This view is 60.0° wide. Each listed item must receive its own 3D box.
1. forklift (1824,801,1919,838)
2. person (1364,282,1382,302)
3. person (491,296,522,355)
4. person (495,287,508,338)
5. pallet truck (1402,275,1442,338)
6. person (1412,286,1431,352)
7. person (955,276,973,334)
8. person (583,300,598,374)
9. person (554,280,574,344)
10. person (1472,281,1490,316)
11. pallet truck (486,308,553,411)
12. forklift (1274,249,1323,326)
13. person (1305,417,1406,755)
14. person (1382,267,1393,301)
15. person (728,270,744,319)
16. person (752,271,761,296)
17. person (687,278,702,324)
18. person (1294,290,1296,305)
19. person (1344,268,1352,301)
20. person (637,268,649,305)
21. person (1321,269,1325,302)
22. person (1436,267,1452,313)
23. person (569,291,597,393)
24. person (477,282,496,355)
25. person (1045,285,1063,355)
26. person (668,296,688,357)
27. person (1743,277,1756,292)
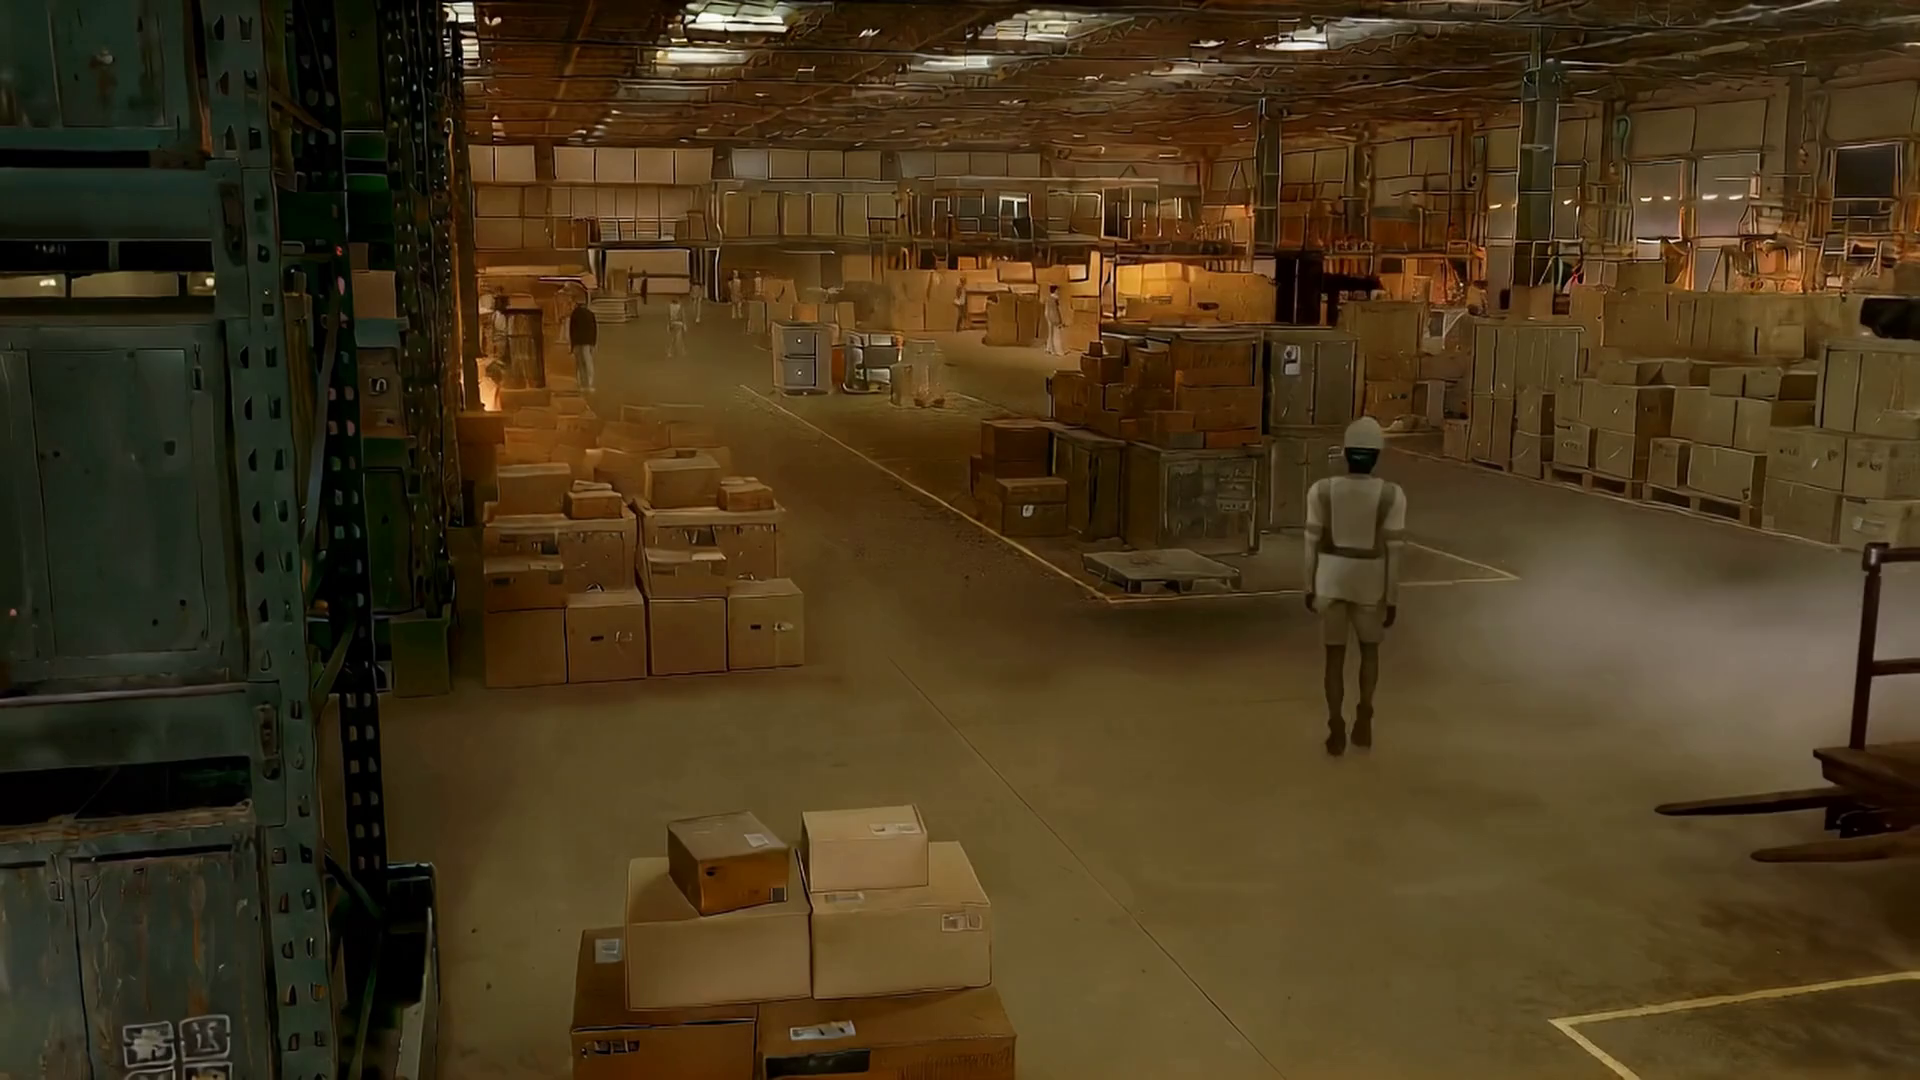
[{"bbox_3d":[5.253,0.106,7.574,1.873,2.768,1.129,-3,10,-15],"label":"forklift"},{"bbox_3d":[12.400,-6.854,50.014,0.491,1.814,0.653,-6,11,-29],"label":"person"},{"bbox_3d":[-9.243,-4.037,33.884,0.591,1.870,0.418,-1,10,-7],"label":"person"},{"bbox_3d":[-14.302,-7.160,52.371,0.877,1.584,0.519,-2,10,-13],"label":"person"},{"bbox_3d":[14.620,-7.324,52.145,0.823,1.965,1.885,8,13,40],"label":"pallet truck"},{"bbox_3d":[11.007,-5.126,39.884,0.627,1.934,0.372,-9,14,-42],"label":"person"},{"bbox_3d":[0.182,-7.701,54.568,0.839,1.885,0.631,-5,11,-28],"label":"person"},{"bbox_3d":[-8.483,-4.606,37.680,0.534,1.677,0.639,-3,10,-17],"label":"person"},{"bbox_3d":[-11.354,-6.491,47.669,0.554,1.915,0.760,-1,10,-4],"label":"person"},{"bbox_3d":[14.895,-6.467,47.641,1.038,1.890,0.649,-1,10,-8],"label":"person"},{"bbox_3d":[-6.242,-2.418,24.362,0.823,1.965,1.885,1,10,3],"label":"pallet truck"},{"bbox_3d":[4.860,-2.824,24.163,1.873,2.768,1.129,-3,10,-15],"label":"forklift"},{"bbox_3d":[2.220,0.267,9.412,0.546,1.919,0.432,3,10,16],"label":"person"},{"bbox_3d":[19.842,-11.758,77.528,0.901,1.895,0.573,5,11,24],"label":"person"},{"bbox_3d":[-8.883,-9.735,65.933,0.650,1.962,0.419,-4,11,-20],"label":"person"},{"bbox_3d":[-7.995,-9.814,66.573,0.611,1.876,0.907,1,10,3],"label":"person"},{"bbox_3d":[-9.857,-8.881,61.746,0.532,1.723,0.908,-1,10,-6],"label":"person"},{"bbox_3d":[8.268,-5.076,39.745,0.741,1.896,0.369,-5,11,-26],"label":"person"},{"bbox_3d":[19.413,-12.681,82.788,0.600,1.897,1.019,-3,10,-16],"label":"person"},{"bbox_3d":[-15.517,-12.416,81.571,0.951,1.794,0.516,9,13,41],"label":"person"},{"bbox_3d":[17.219,-12.065,79.474,0.431,1.835,0.624,-10,14,-43],"label":"person"},{"bbox_3d":[20.903,-10.779,71.790,0.622,1.968,0.802,0,10,2],"label":"person"},{"bbox_3d":[-7.417,-3.877,32.633,0.621,1.992,0.397,5,11,28],"label":"person"},{"bbox_3d":[-12.570,-5.867,44.066,0.547,1.938,0.379,-6,12,-29],"label":"person"},{"bbox_3d":[2.497,-5.823,44.057,0.530,1.855,0.323,7,12,34],"label":"person"},{"bbox_3d":[-7.370,-5.540,43.176,0.530,1.596,0.851,3,10,15],"label":"person"},{"bbox_3d":[24.533,-7.225,51.800,0.383,1.921,0.585,3,10,15],"label":"person"}]
